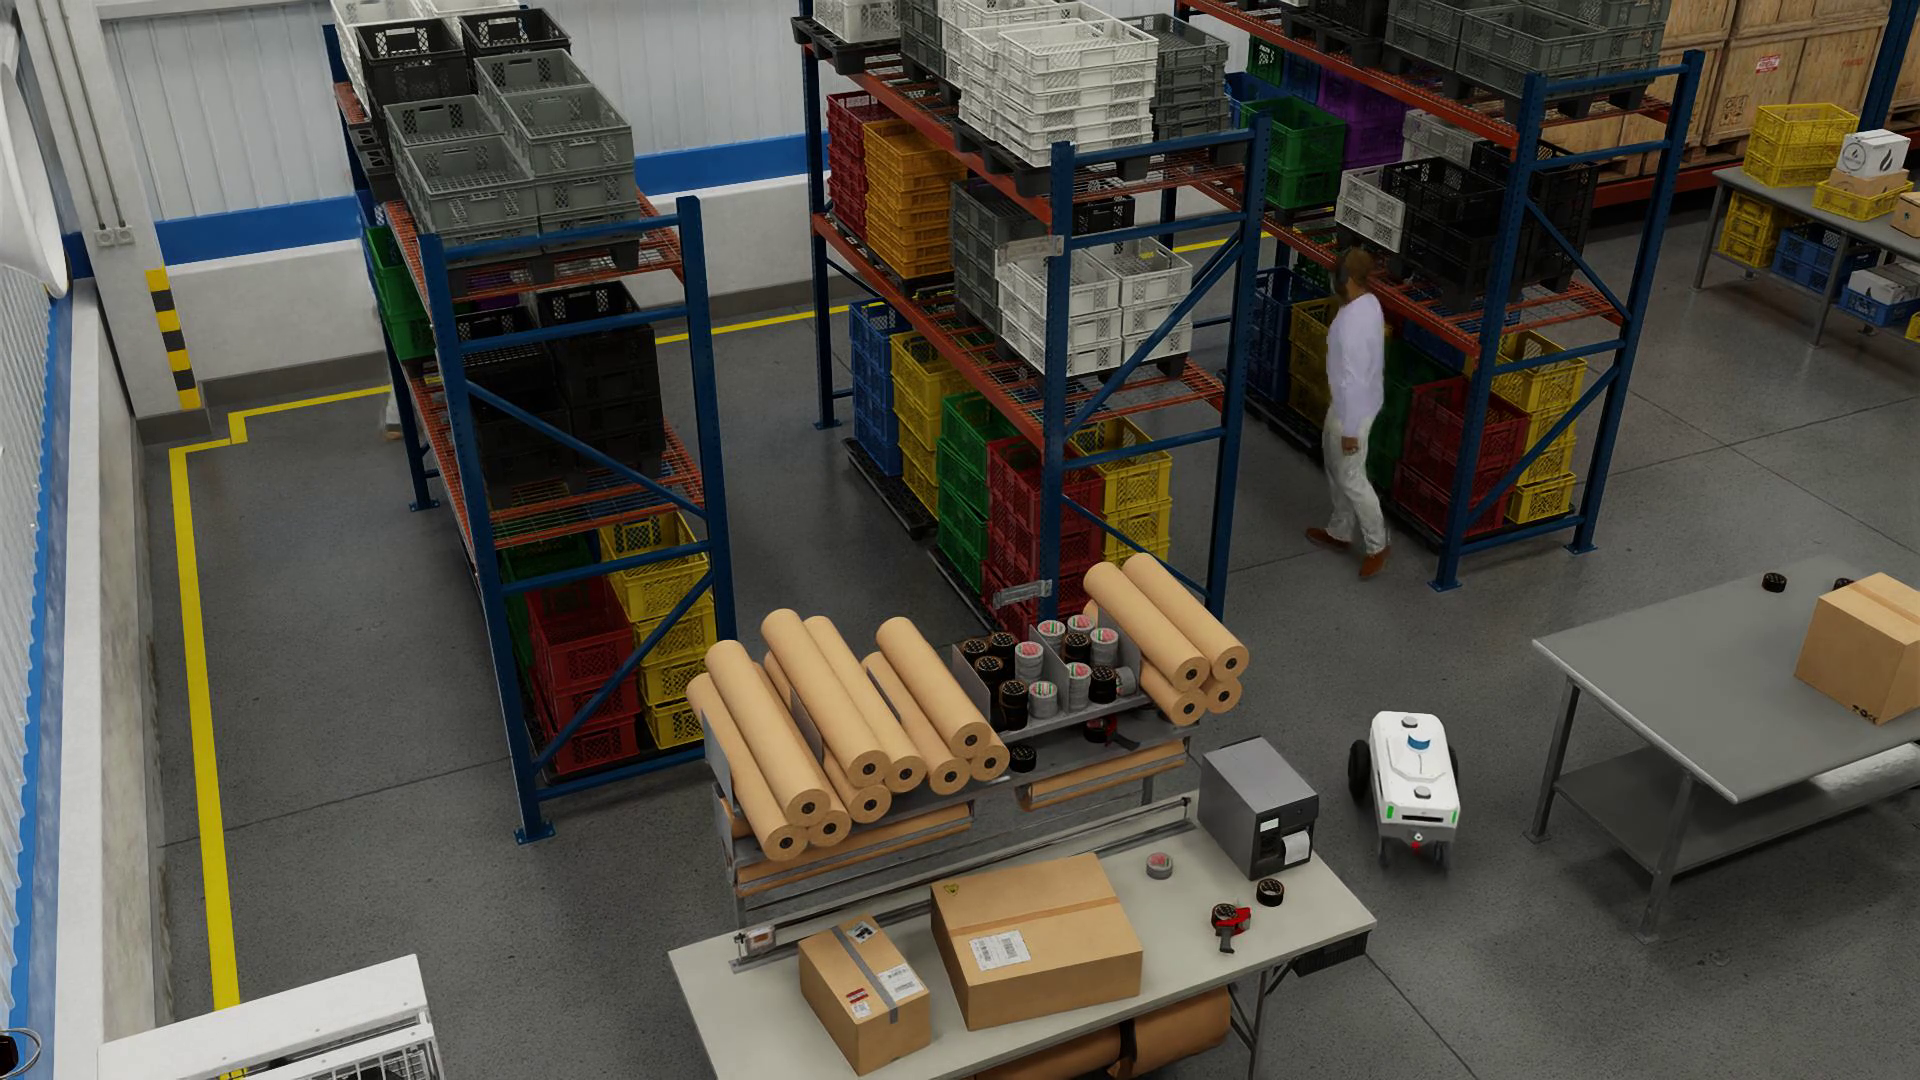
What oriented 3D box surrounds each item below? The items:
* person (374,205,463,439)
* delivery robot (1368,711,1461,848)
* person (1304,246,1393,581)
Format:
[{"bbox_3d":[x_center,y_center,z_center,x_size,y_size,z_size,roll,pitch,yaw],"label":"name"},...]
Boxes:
[{"bbox_3d":[-3.621,-1.643,11.142,0.584,1.821,1.039,23,38,32],"label":"person"},{"bbox_3d":[2.124,1.101,7.802,0.477,0.478,0.707,3,32,6],"label":"delivery robot"},{"bbox_3d":[2.341,-0.734,9.608,0.636,1.894,0.700,8,33,13],"label":"person"}]
